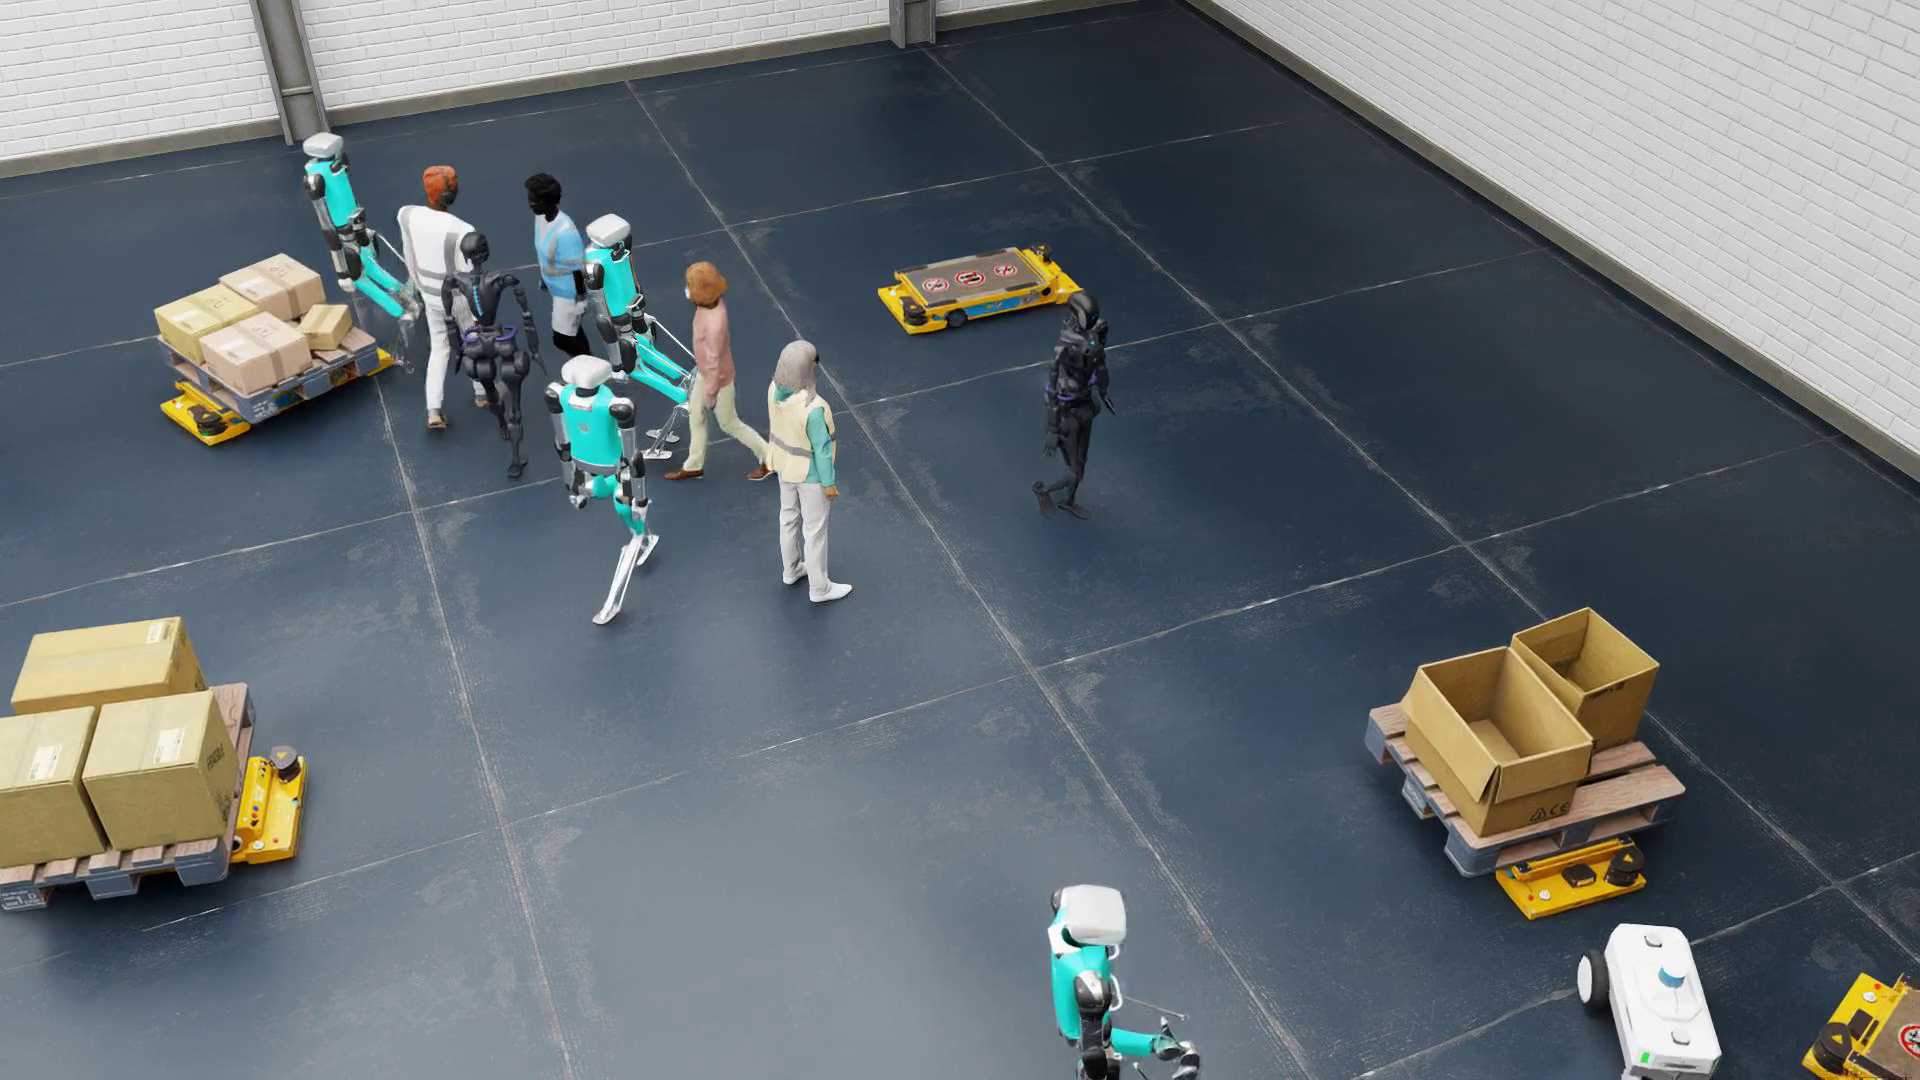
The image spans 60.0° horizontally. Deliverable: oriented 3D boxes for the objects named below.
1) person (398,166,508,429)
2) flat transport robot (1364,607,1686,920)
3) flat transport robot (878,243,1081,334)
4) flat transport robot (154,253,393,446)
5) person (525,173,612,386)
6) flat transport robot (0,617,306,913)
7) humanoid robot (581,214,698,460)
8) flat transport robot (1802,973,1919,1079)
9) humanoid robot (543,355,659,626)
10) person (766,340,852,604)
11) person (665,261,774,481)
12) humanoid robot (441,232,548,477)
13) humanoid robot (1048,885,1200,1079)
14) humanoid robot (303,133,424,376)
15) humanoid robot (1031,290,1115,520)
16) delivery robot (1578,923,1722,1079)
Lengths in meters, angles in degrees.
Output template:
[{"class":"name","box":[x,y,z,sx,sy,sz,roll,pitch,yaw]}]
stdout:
[{"class":"person","box":[-3.428,-1.601,11.054,0.628,1.860,0.797,12,39,16]},{"class":"flat transport robot","box":[2.822,1.305,8.575,0.659,0.231,1.431,-11,39,-14]},{"class":"flat transport robot","box":[0.150,-1.937,12.794,1.431,0.231,0.659,-14,40,-18]},{"class":"flat transport robot","box":[-4.825,-1.143,11.762,0.659,0.231,1.431,29,46,32]},{"class":"person","box":[-2.702,-1.718,11.345,0.365,1.684,0.548,-17,41,-21]},{"class":"flat transport robot","box":[-4.105,1.424,8.420,1.431,0.231,0.659,-7,38,-9]},{"class":"humanoid robot","box":[-1.939,-1.249,10.585,0.735,1.676,0.533,9,38,11]},{"class":"flat transport robot","box":[4.461,2.431,7.109,1.431,0.231,0.659,31,47,34]},{"class":"humanoid robot","box":[-1.949,-0.402,9.620,0.546,1.747,1.039,11,39,14]},{"class":"person","box":[-0.910,-0.382,9.586,0.362,1.709,0.476,-29,46,-32]},{"class":"person","box":[-1.539,-1.038,10.529,0.752,1.602,0.507,-9,39,-12]},{"class":"humanoid robot","box":[-2.992,-1.254,10.763,0.613,1.634,0.682,-1,38,-2]},{"class":"humanoid robot","box":[0.735,1.966,6.543,1.012,1.779,0.534,-6,38,-7]},{"class":"humanoid robot","box":[-4.049,-1.957,11.654,0.754,1.809,0.555,3,38,3]},{"class":"humanoid robot","box":[0.689,-0.828,10.197,0.386,1.648,0.609,27,45,31]},{"class":"delivery robot","box":[3.079,2.061,7.353,0.499,0.591,0.768,4,38,5]}]
